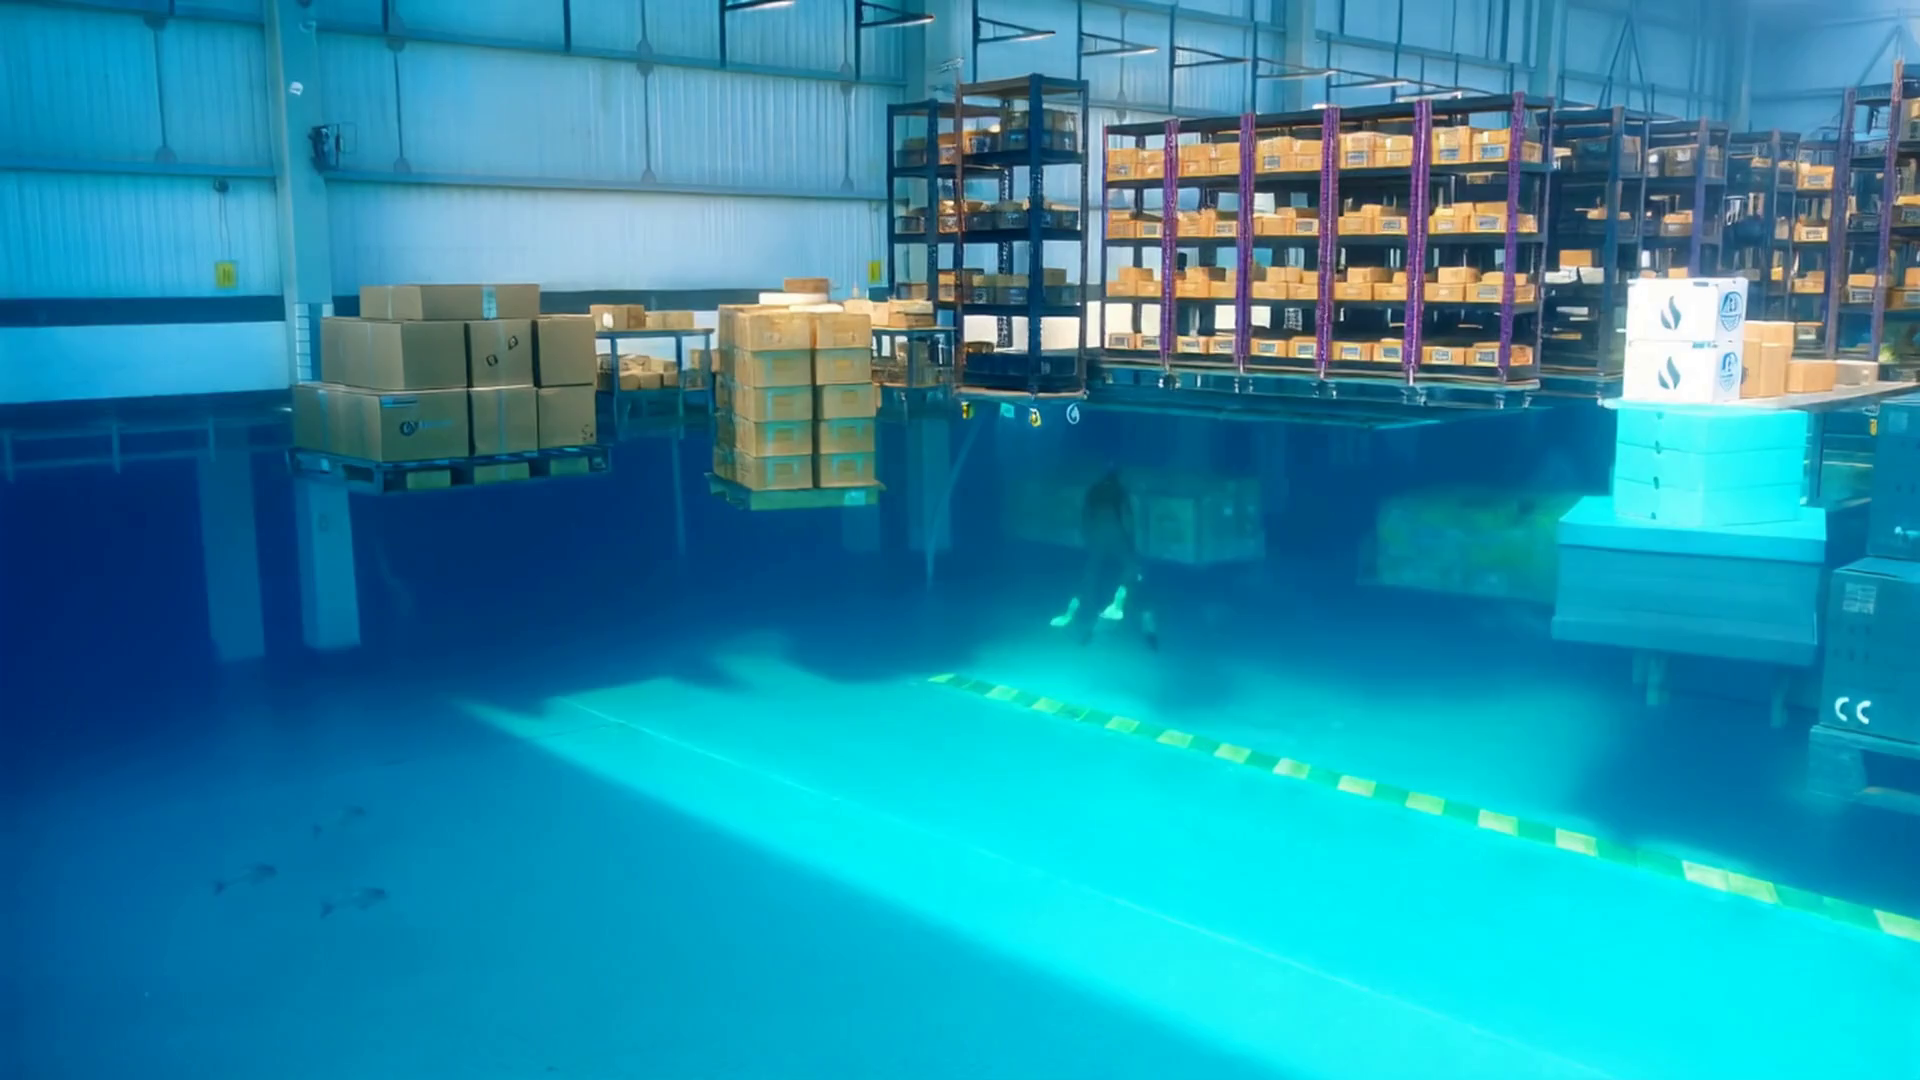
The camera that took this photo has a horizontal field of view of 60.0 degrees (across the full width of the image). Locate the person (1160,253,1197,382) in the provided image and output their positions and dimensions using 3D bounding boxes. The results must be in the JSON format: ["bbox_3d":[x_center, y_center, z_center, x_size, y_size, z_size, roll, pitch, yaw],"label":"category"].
[{"bbox_3d":[3.169,-3.211,24.027,0.574,1.843,0.374,7,12,35],"label":"person"}]
